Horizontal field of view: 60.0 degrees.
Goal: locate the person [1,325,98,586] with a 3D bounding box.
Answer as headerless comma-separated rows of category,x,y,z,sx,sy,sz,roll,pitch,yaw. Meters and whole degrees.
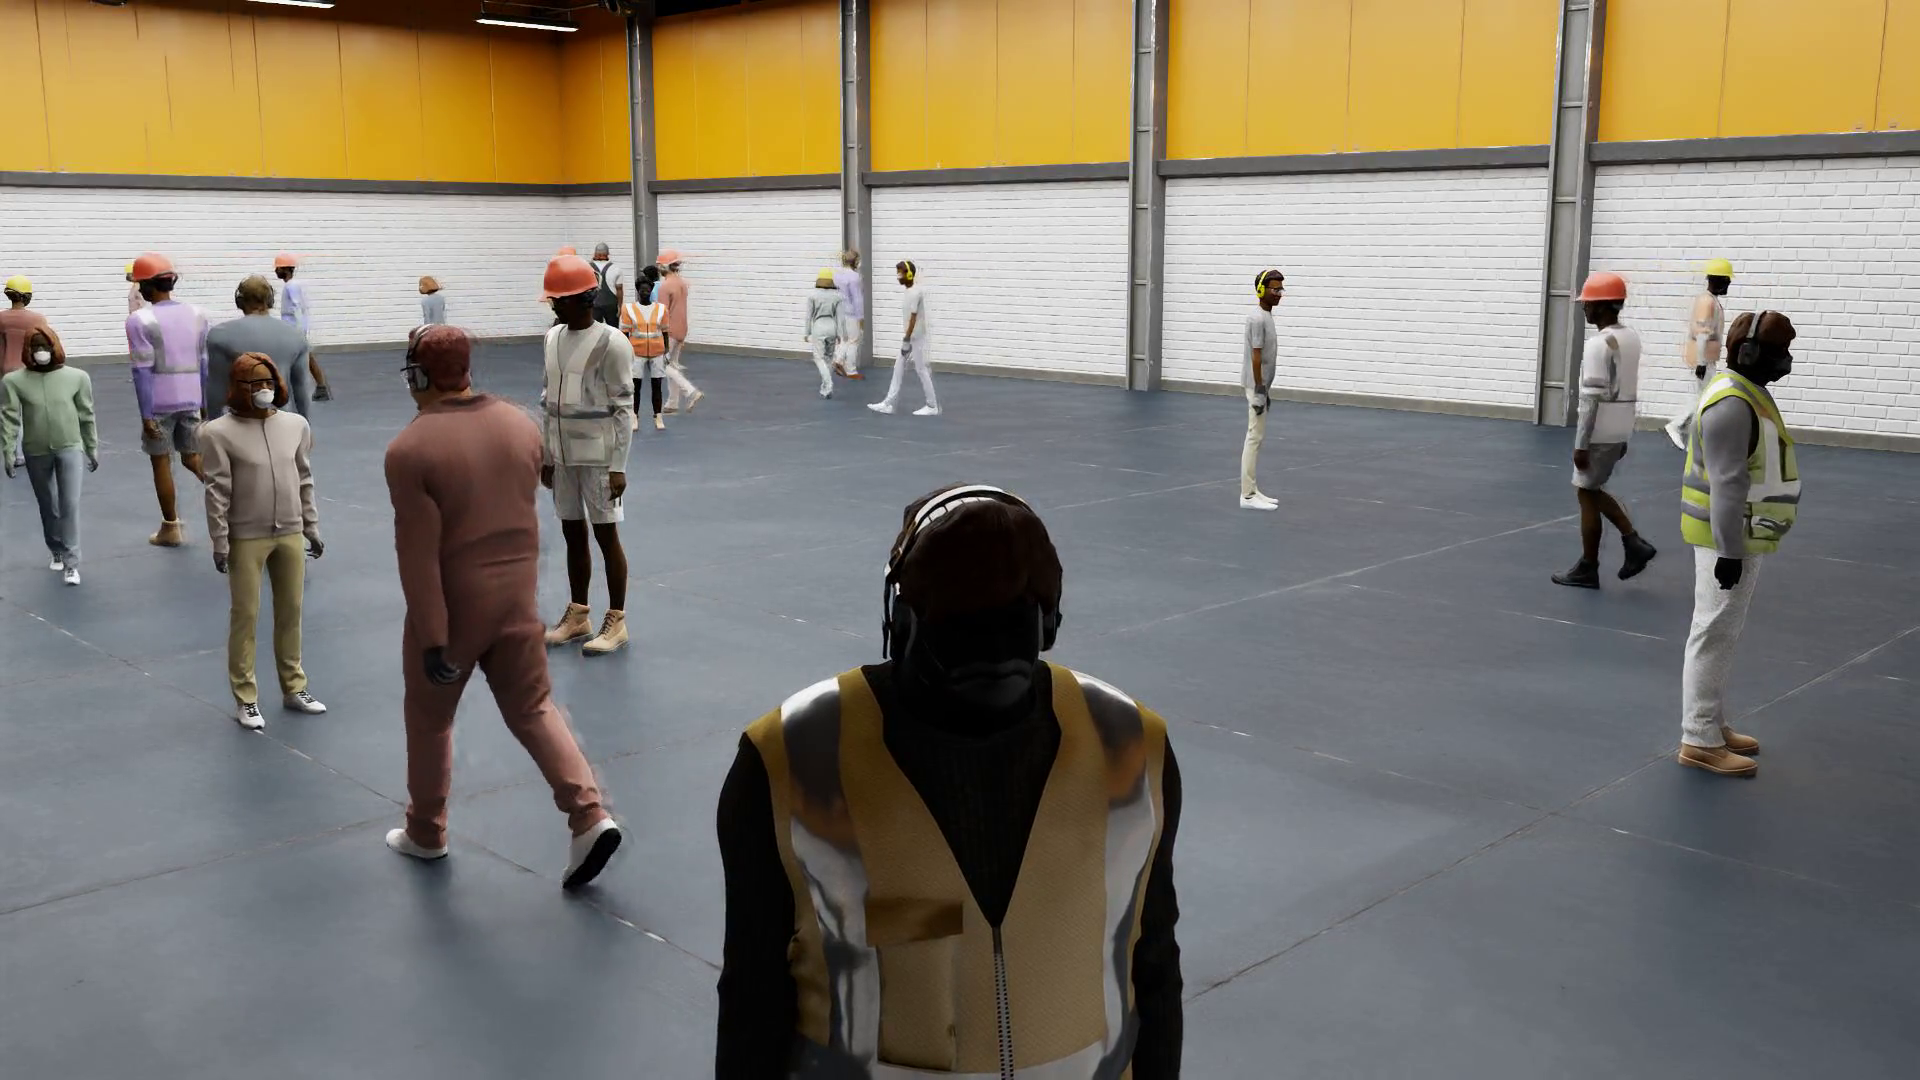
person,-5.664,-0.546,10.368,0.516,1.587,0.864,-5,11,-25

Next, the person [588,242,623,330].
person,-5.855,-3.867,27.233,0.699,2.000,0.538,-1,10,-7

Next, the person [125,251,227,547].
person,-5.292,-0.933,11.274,0.689,2.027,0.620,6,12,29

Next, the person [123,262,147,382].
person,-11.872,-3.165,24.200,0.554,1.752,0.530,-7,12,-33

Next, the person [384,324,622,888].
person,-1.556,0.218,5.478,0.967,1.857,0.621,8,13,38

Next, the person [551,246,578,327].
person,-5.568,-3.153,23.496,0.481,1.974,0.660,-1,10,-5

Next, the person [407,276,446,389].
person,-7.180,-2.818,22.772,0.887,1.581,0.490,4,11,23

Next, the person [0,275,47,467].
person,-8.607,-1.548,15.337,0.528,1.768,0.313,0,10,0

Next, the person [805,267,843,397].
person,-1.767,-2.738,21.954,0.486,1.720,0.766,-4,11,-21

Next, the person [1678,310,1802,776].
person,3.119,0.003,6.675,0.429,1.839,0.634,6,12,28

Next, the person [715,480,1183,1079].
person,0.005,0.836,2.146,0.623,1.839,0.429,-3,11,-14

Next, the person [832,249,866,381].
person,-1.584,-3.284,24.372,0.463,1.924,0.633,-4,11,-19

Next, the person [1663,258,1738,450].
person,7.212,-1.766,16.115,0.475,1.911,0.619,6,12,28

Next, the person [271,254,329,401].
person,-8.612,-2.698,21.253,0.996,1.886,0.570,-4,11,-19

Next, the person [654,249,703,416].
person,-3.349,-2.430,19.568,0.572,1.973,0.634,3,11,16

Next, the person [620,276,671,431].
person,-3.427,-2.035,18.173,0.540,1.696,0.317,-3,11,-18

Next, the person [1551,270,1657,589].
person,3.878,-0.642,9.963,0.573,1.925,0.496,-10,15,-44

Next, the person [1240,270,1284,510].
person,2.371,-1.174,13.038,0.335,1.863,0.519,3,11,14

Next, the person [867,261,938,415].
person,-0.670,-2.365,19.626,0.929,1.823,0.534,-2,11,-13

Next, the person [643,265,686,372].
person,-4.629,-3.453,26.005,0.683,1.667,0.339,-7,13,-34

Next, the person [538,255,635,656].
person,-1.931,-0.423,8.475,0.605,2.033,0.392,7,13,34

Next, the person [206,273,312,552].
person,-4.401,-0.739,10.574,0.976,1.909,0.627,9,14,41

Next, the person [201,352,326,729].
person,-3.037,-0.005,7.284,0.269,1.632,0.509,8,13,37
